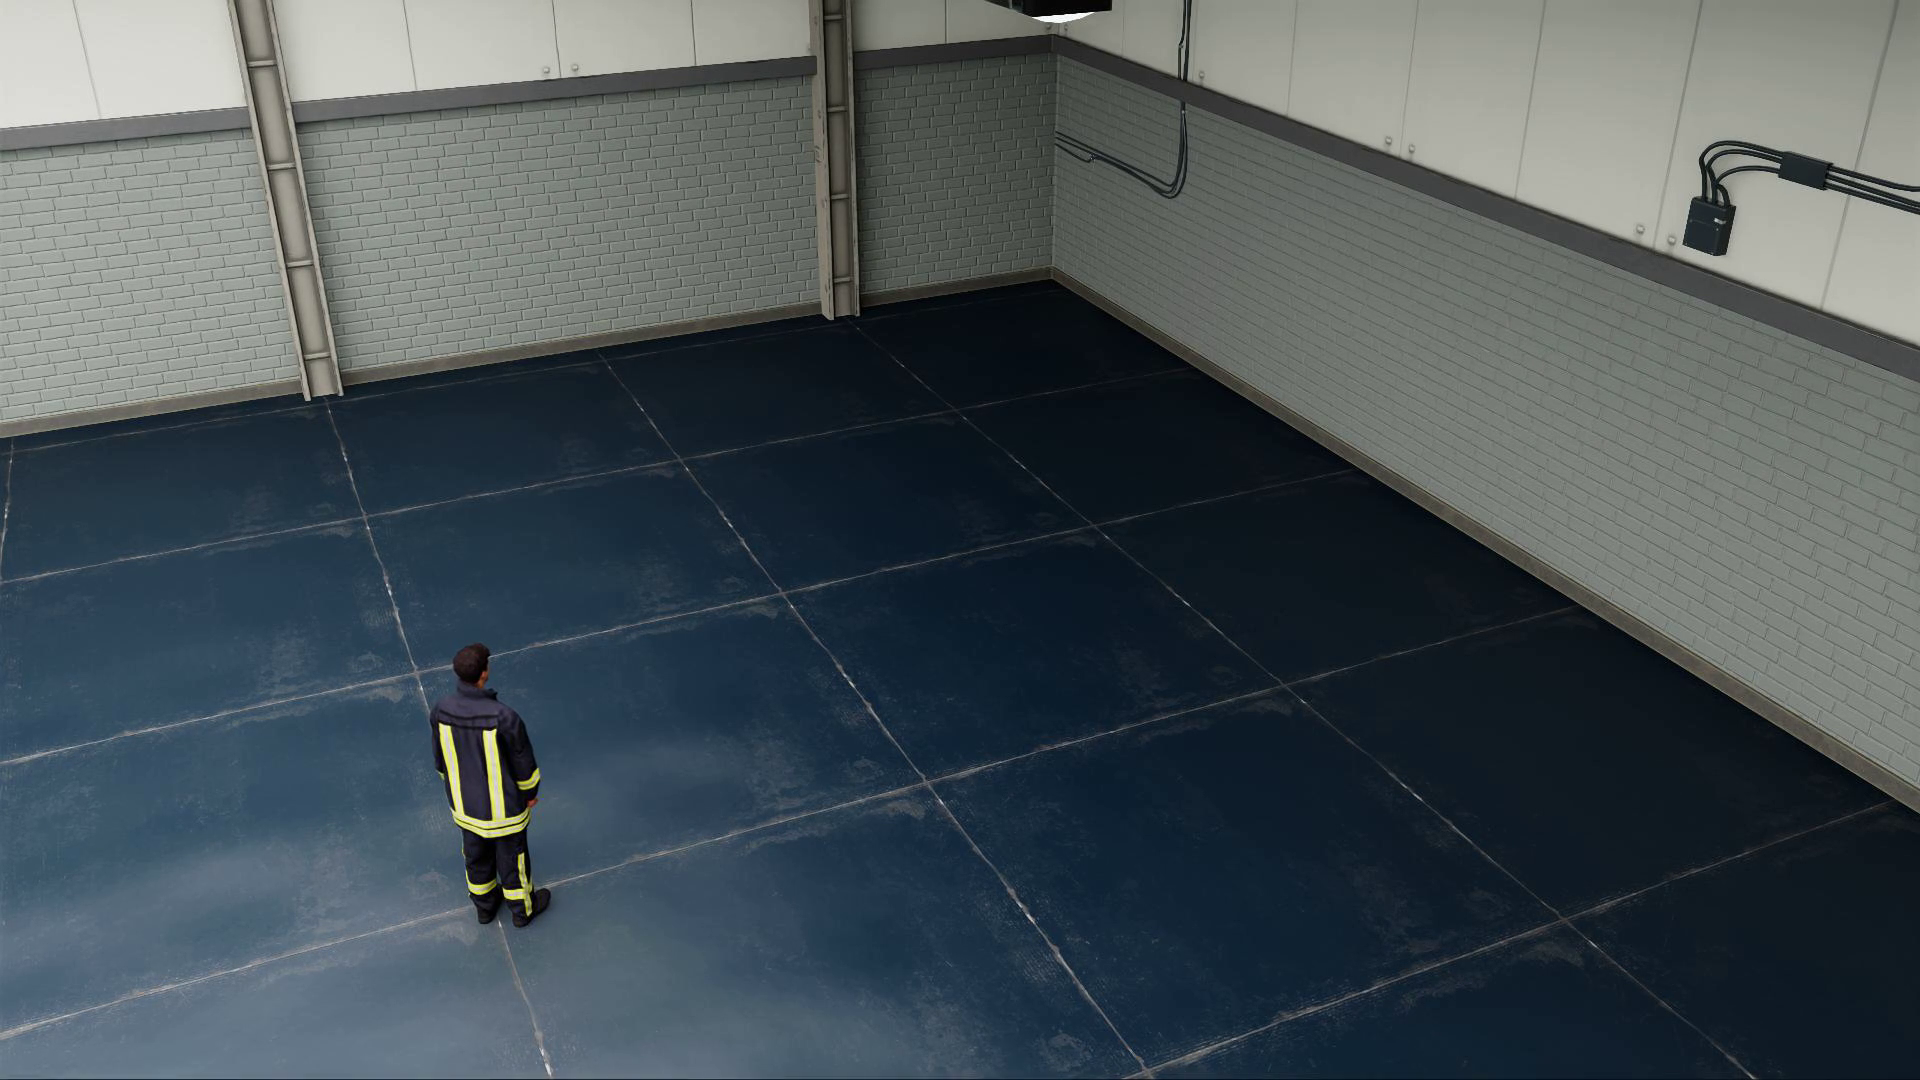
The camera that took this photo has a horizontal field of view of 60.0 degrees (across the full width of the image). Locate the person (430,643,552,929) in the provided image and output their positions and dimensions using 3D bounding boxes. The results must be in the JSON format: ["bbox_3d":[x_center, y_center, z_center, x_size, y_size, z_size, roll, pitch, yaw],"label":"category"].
[{"bbox_3d":[-2.819,1.475,9.930,0.854,1.928,0.955,6,28,11],"label":"person"}]
